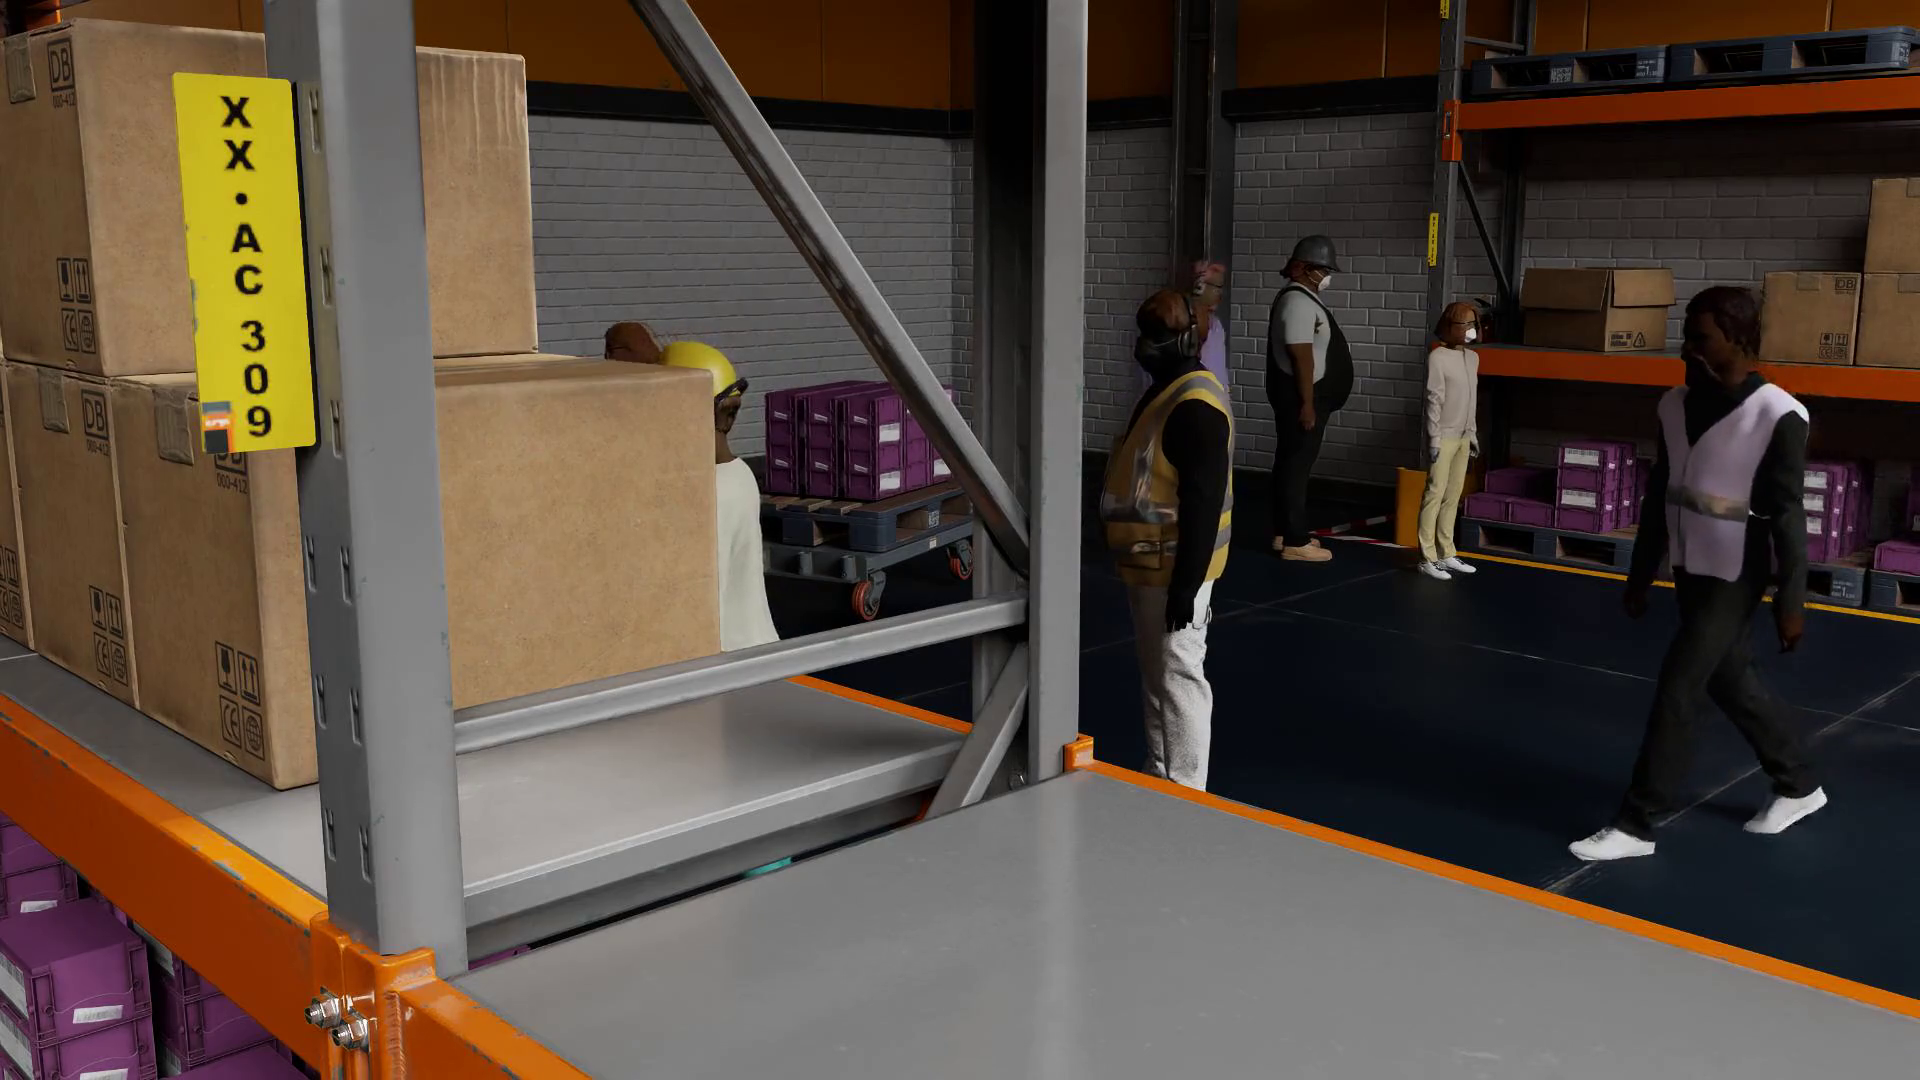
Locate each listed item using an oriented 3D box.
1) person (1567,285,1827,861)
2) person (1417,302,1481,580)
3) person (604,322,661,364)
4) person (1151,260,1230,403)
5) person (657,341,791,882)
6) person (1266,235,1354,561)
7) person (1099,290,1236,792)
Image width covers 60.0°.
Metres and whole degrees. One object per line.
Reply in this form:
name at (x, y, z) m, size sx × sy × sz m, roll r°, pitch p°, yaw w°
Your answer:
person at (2.507, 0.108, 5.439) m, size 0.987 × 1.873 × 0.607 m, roll -2°, pitch 11°, yaw -12°
person at (2.922, -0.592, 9.884) m, size 0.497 × 1.633 × 0.285 m, roll -10°, pitch 14°, yaw -43°
person at (-1.537, -0.210, 7.835) m, size 0.360 × 1.619 × 0.510 m, roll 0°, pitch 10°, yaw 3°
person at (1.355, -0.719, 9.909) m, size 0.475 × 1.879 × 0.685 m, roll 7°, pitch 13°, yaw 34°
person at (-0.641, 0.355, 4.407) m, size 0.379 × 1.755 × 0.538 m, roll 0°, pitch 10°, yaw -1°
person at (2.196, -0.902, 10.462) m, size 0.536 × 2.000 × 0.672 m, roll 1°, pitch 10°, yaw 4°
person at (0.679, 0.096, 5.555) m, size 0.429 × 1.846 × 0.633 m, roll -1°, pitch 10°, yaw -5°
